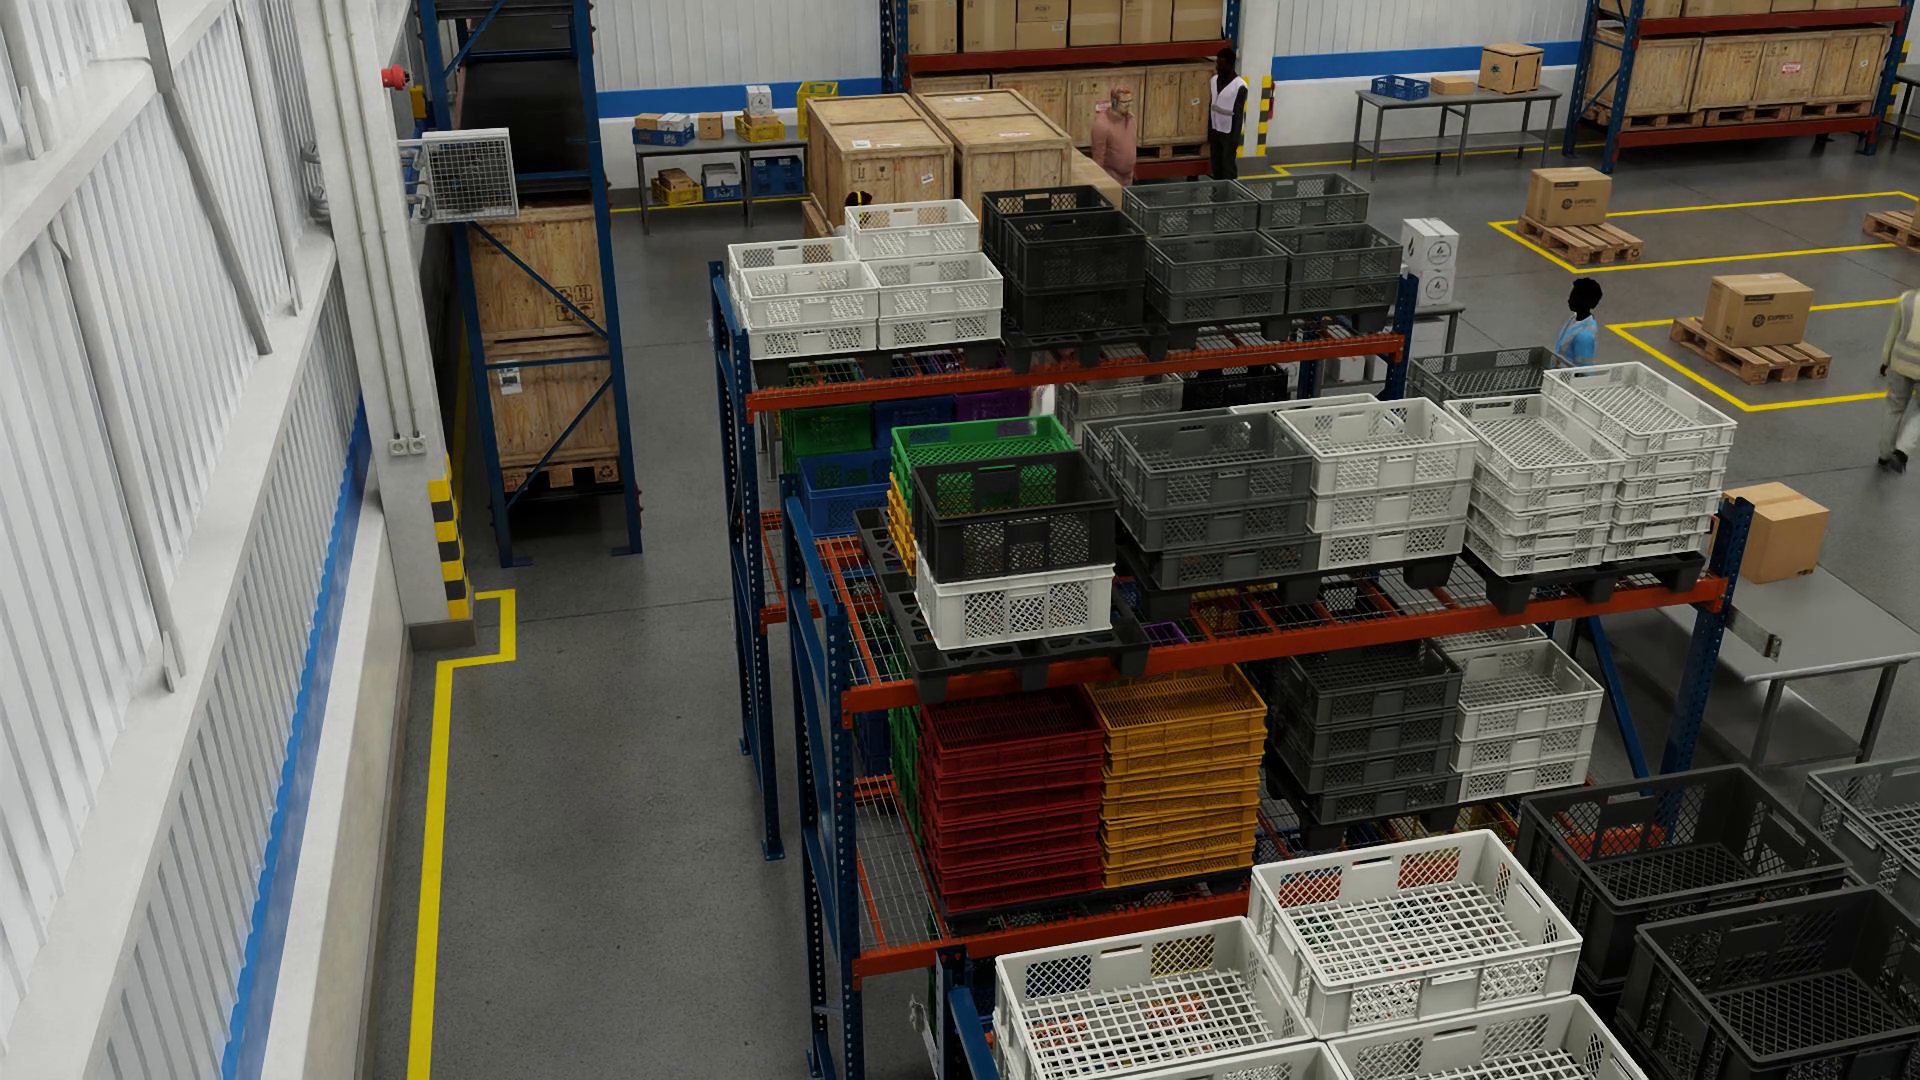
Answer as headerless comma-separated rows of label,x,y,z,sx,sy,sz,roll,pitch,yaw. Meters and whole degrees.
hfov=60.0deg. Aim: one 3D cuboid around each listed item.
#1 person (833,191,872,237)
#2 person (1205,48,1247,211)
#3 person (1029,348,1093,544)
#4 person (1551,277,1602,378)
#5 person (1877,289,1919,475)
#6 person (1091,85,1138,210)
person,-0.866,-2.059,14.229,0.331,1.865,0.519,-22,35,-35
person,3.057,-4.706,19.206,0.394,1.911,0.583,-15,31,-26
person,0.642,-0.414,11.166,0.967,1.826,0.633,-19,33,-32
person,4.679,-1.194,12.763,0.318,1.697,0.535,5,28,10
person,7.455,-1.341,12.914,0.606,1.812,0.474,24,36,37
person,1.654,-3.840,17.563,0.403,1.904,0.652,23,35,37
